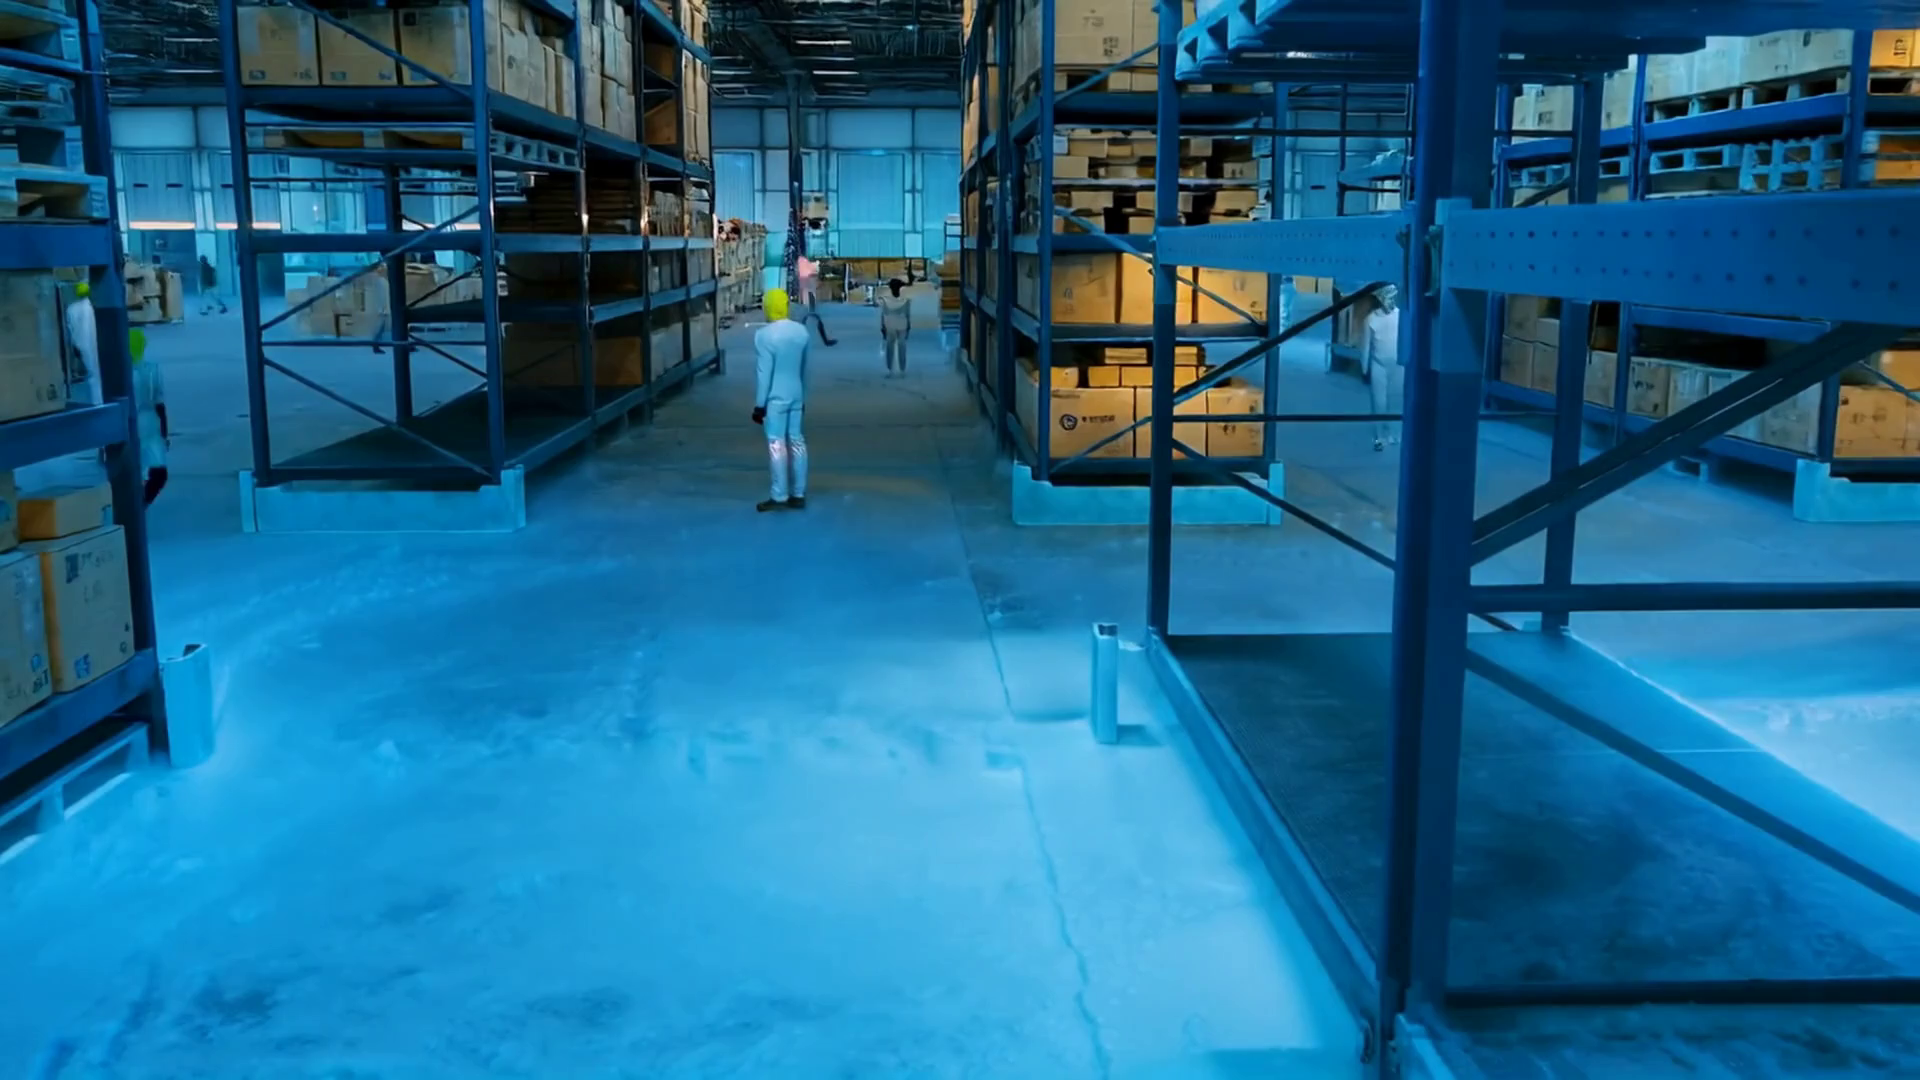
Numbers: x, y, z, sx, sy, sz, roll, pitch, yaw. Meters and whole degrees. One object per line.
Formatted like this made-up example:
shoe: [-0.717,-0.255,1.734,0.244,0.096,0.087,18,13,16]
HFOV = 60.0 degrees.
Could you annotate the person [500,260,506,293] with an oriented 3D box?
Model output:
person: [-16.184,-9.011,58.563,0.605,1.719,0.493,-2,10,-9]

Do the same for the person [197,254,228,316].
person: [-23.739,-8.083,52.734,0.625,1.959,0.811,8,13,39]

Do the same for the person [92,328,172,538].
person: [-6.410,-0.795,12.862,0.332,1.685,0.596,9,13,40]

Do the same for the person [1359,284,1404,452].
person: [4.858,-1.962,18.863,0.644,1.877,0.850,2,10,9]

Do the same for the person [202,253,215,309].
person: [-26.355,-9.068,58.240,0.409,1.943,0.615,-5,11,-24]

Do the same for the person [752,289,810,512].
person: [-1.569,-1.211,14.491,0.371,1.940,0.627,7,13,36]

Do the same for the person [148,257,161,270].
person: [-25.560,-8.022,52.649,0.911,1.867,0.614,-2,10,-11]

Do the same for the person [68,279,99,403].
person: [-12.319,-2.795,23.648,0.614,1.812,0.429,-1,10,-4]

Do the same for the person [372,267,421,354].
person: [-11.913,-4.841,34.864,0.983,1.892,0.560,-3,11,-19]

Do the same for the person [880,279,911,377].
person: [-1.126,-3.673,28.878,0.541,1.695,0.315,1,10,6]

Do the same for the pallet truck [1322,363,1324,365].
pallet truck: [7.712,-4.157,30.737,1.885,1.965,0.823,3,11,16]

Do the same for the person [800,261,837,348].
person: [-3.261,-5.171,36.633,1.029,1.911,0.628,-4,11,-23]

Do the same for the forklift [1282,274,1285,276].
forklift: [12.135,-10.836,65.485,1.129,2.768,1.873,0,10,-2]

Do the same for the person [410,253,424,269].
person: [-18.903,-9.021,58.022,0.592,1.930,0.356,4,11,21]
